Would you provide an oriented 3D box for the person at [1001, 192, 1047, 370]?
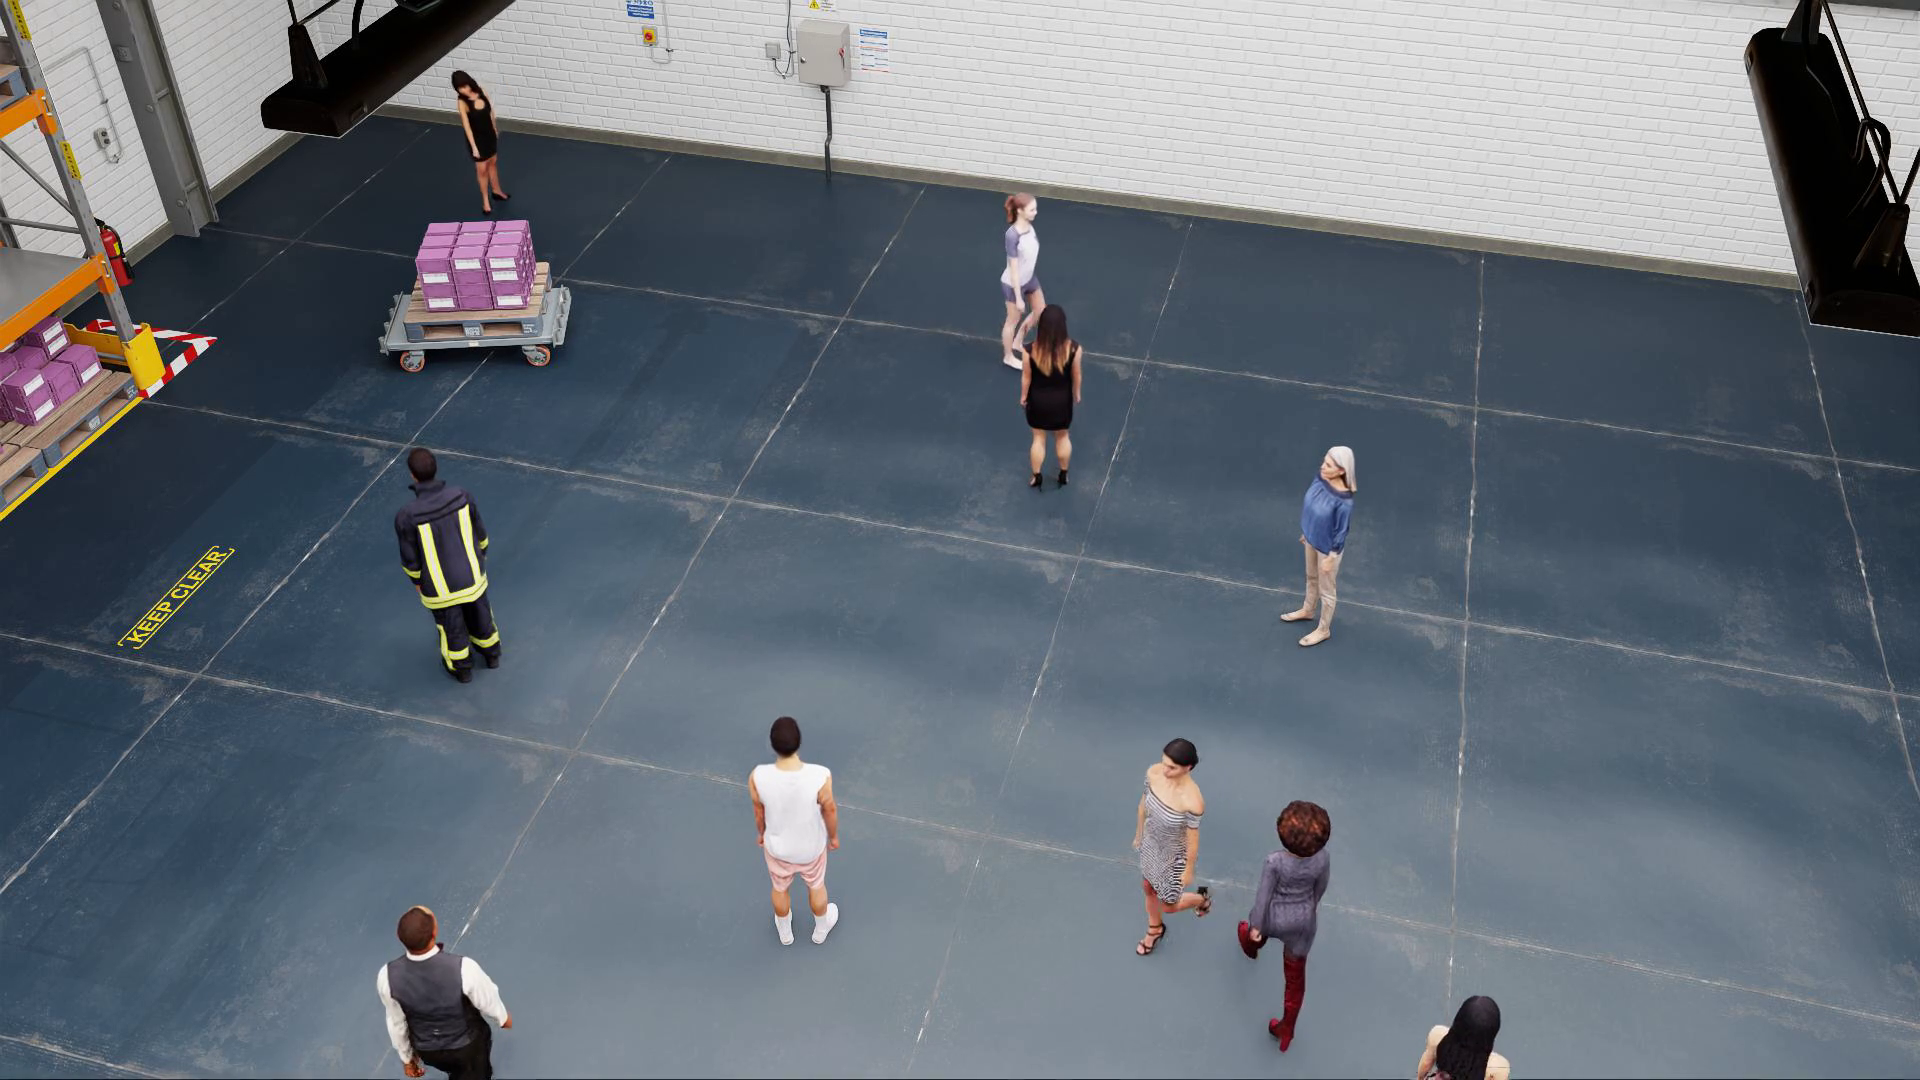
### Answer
[{"bbox_3d":[0.453,-2.331,14.921,0.702,1.752,0.617,20,43,23],"label":"person"}]

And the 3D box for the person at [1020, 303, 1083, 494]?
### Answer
[{"bbox_3d":[0.737,-1.133,13.449,0.730,1.717,0.713,-3,39,-3],"label":"person"}]

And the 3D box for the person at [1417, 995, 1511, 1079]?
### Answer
[{"bbox_3d":[2.430,2.930,8.324,0.733,1.764,0.817,22,43,25],"label":"person"}]

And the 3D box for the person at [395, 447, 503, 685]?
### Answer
[{"bbox_3d":[-3.576,0.180,11.637,0.854,1.926,0.957,-26,46,-29],"label":"person"}]

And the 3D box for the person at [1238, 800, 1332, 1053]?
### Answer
[{"bbox_3d":[1.857,2.192,9.323,0.887,1.671,1.168,-4,39,-5],"label":"person"}]

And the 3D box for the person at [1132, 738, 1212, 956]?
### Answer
[{"bbox_3d":[1.286,1.782,9.726,0.914,1.808,0.837,-24,45,-27],"label":"person"}]

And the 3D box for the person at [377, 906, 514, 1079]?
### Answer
[{"bbox_3d":[-2.633,2.676,8.559,0.931,1.868,1.329,0,39,0],"label":"person"}]

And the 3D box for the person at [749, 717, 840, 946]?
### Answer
[{"bbox_3d":[-0.979,1.740,9.794,0.696,1.789,0.644,1,39,1],"label":"person"}]

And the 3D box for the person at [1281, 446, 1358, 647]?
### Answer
[{"bbox_3d":[2.638,0.021,12.021,0.768,1.697,0.674,-11,40,-14],"label":"person"}]

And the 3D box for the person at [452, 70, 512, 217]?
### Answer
[{"bbox_3d":[-4.981,-4.207,17.377,0.821,1.619,0.582,14,41,16],"label":"person"}]
